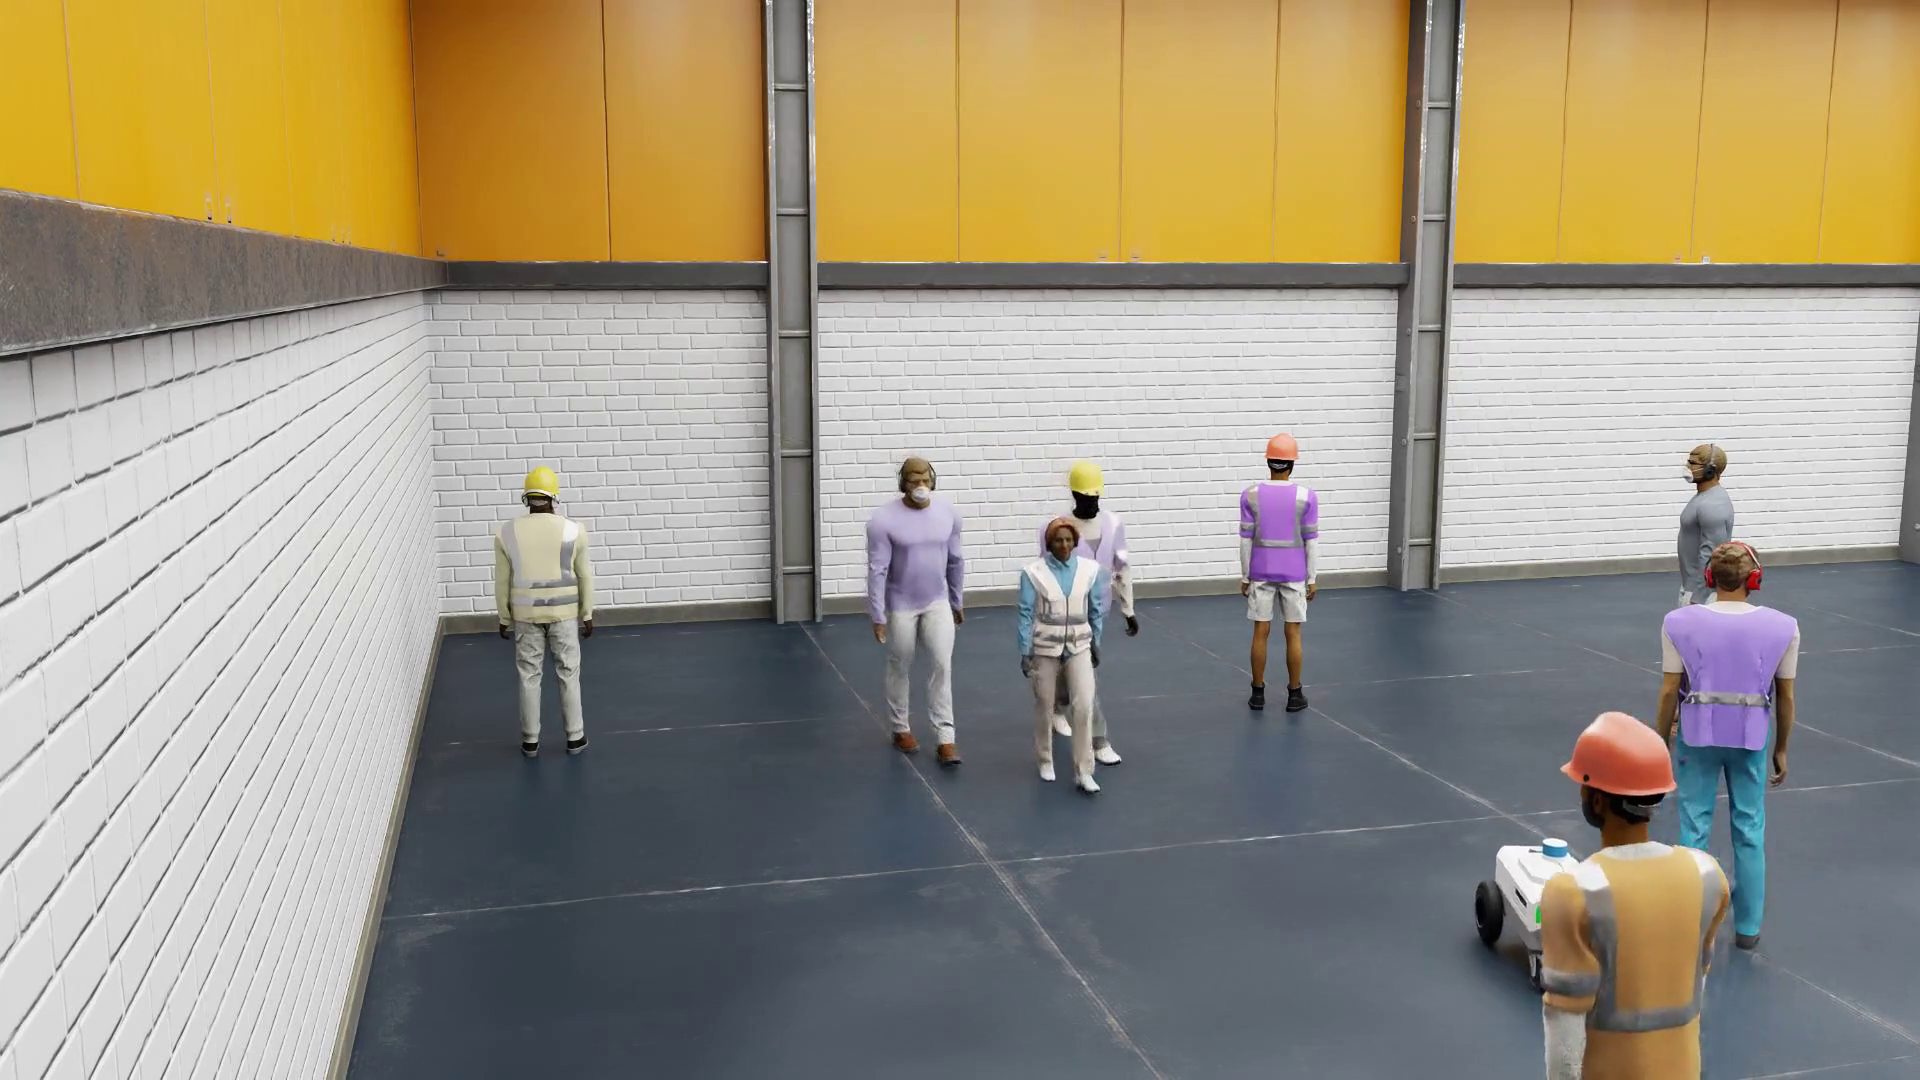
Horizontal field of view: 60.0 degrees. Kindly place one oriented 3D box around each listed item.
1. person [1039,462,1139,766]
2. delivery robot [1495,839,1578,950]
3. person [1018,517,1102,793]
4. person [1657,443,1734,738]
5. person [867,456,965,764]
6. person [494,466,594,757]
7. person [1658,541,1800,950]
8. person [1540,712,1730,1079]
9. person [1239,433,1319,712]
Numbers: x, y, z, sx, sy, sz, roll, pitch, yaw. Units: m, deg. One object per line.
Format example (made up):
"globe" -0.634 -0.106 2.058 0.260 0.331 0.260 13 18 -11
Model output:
"person" 0.770 0.417 10.580 0.583 1.872 1.023 -5 10 -29
"delivery robot" 2.589 1.551 7.270 0.477 0.478 0.707 1 9 4
"person" 0.607 0.677 9.730 0.541 1.608 0.754 -2 9 -11
"person" 4.829 0.331 10.875 0.372 1.940 0.631 3 10 19
"person" -0.244 0.440 10.263 0.665 1.909 0.895 -3 10 -20
"person" -2.604 0.450 10.461 0.600 1.830 0.404 -2 9 -10
"person" 3.416 0.926 7.458 0.564 1.841 0.389 3 9 16
"person" 1.710 1.386 4.410 0.546 1.889 0.996 -2 9 -13
"person" 2.203 0.229 11.514 0.543 1.938 0.356 3 9 16
